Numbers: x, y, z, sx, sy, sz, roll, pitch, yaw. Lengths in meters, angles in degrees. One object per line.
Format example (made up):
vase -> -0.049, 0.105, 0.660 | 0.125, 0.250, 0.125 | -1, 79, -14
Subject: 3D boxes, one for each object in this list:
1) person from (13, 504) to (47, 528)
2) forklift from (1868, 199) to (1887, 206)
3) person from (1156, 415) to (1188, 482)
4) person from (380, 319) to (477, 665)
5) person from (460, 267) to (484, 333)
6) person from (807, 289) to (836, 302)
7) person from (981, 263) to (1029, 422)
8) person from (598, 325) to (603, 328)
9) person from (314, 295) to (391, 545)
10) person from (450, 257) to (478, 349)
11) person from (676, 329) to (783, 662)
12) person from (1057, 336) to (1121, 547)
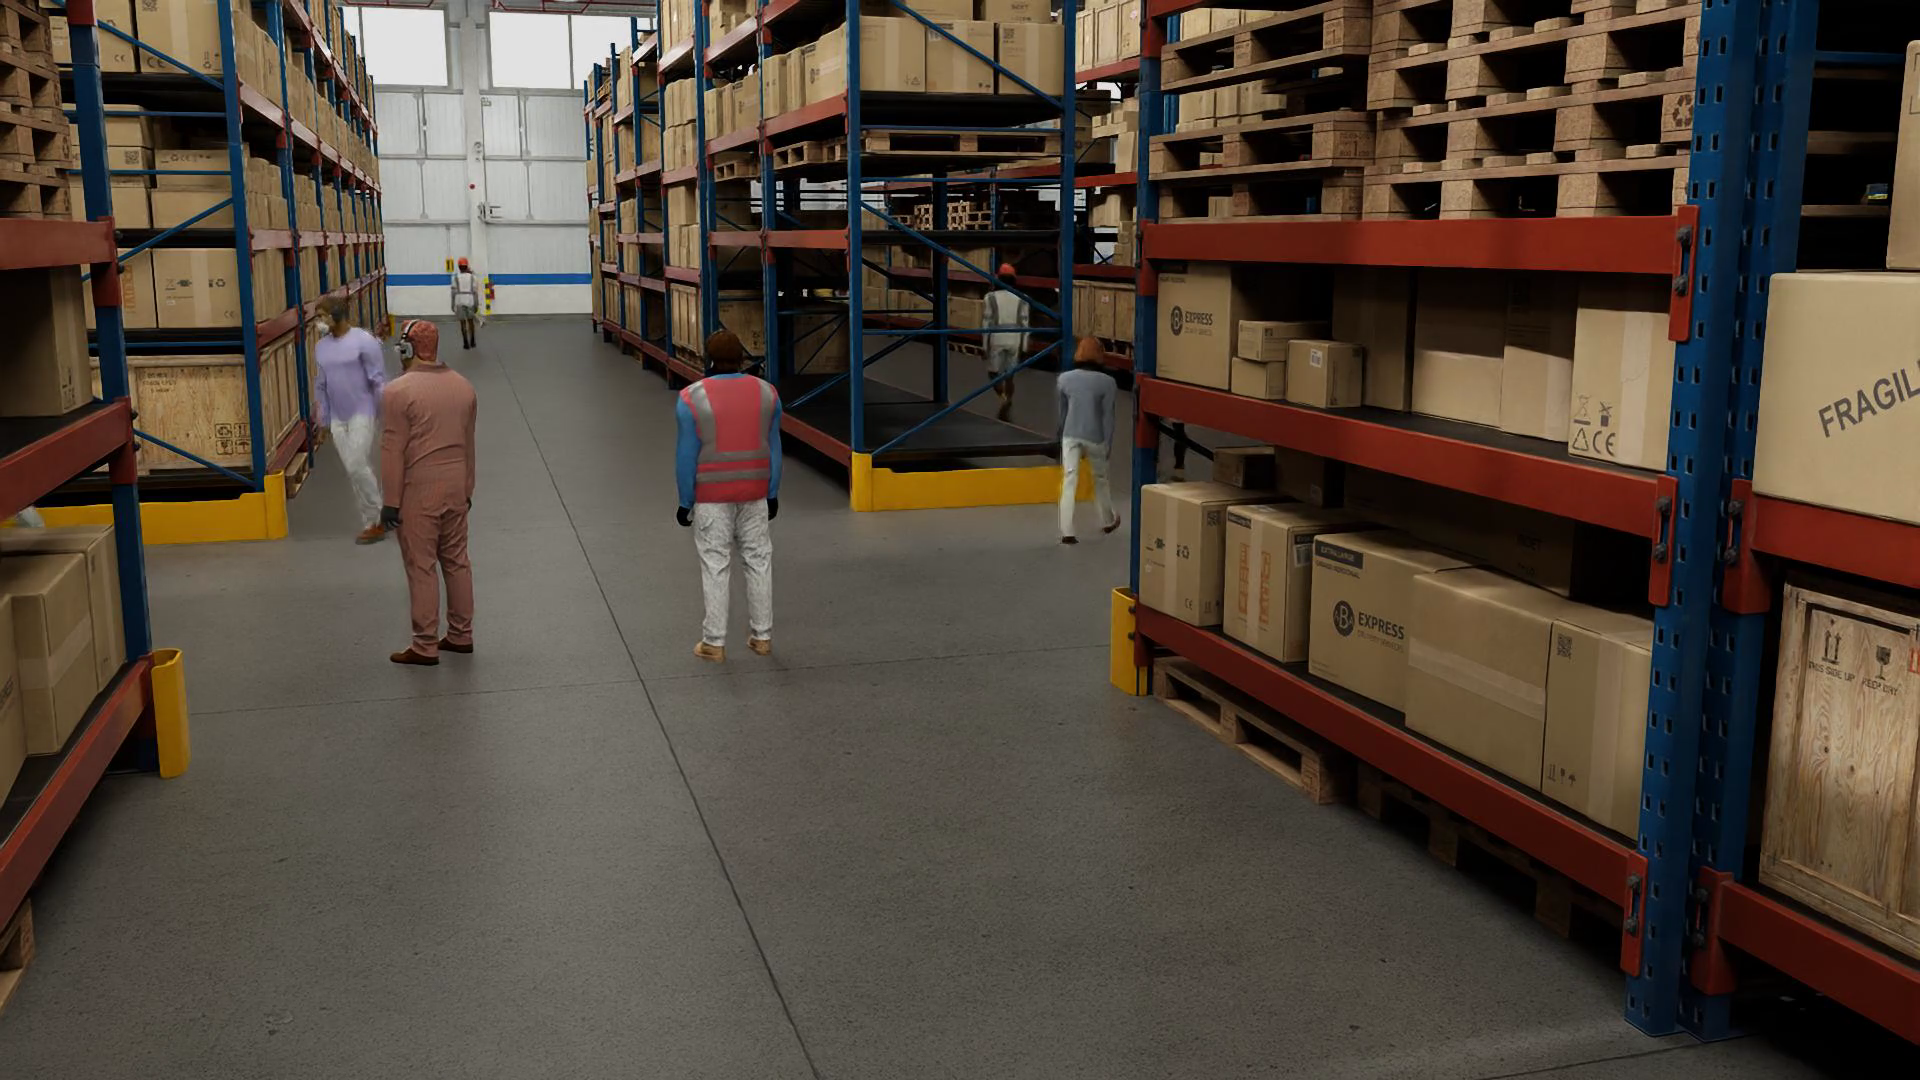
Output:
person -> -6.753, -0.656, 11.716 | 0.923, 1.768, 0.629 | -4, 11, -22
forklift -> 11.338, -2.915, 21.052 | 1.129, 2.768, 1.873 | -3, 11, -17
person -> 2.000, -1.410, 16.121 | 0.548, 1.673, 0.715 | -2, 11, -12
person -> -2.957, -0.265, 9.222 | 0.400, 1.901, 0.643 | 5, 11, 25
person -> -12.010, -5.891, 40.808 | 0.502, 1.621, 0.525 | -3, 11, -16
person -> -2.805, -4.622, 33.382 | 0.632, 1.798, 0.933 | -4, 11, -19
person -> 0.573, -2.492, 21.075 | 0.628, 2.024, 0.485 | -2, 11, -13
person -> -8.632, -6.097, 41.642 | 0.882, 1.718, 0.551 | -4, 11, -19
person -> -4.666, -0.905, 12.698 | 0.663, 1.905, 0.454 | 5, 11, 26
person -> -10.457, -4.991, 35.059 | 0.541, 1.912, 0.786 | -5, 11, -25
person -> -1.291, -0.244, 9.254 | 0.621, 1.845, 0.429 | -6, 12, -28
person -> 0.991, -0.771, 12.836 | 0.503, 1.588, 0.850 | 4, 11, 23
